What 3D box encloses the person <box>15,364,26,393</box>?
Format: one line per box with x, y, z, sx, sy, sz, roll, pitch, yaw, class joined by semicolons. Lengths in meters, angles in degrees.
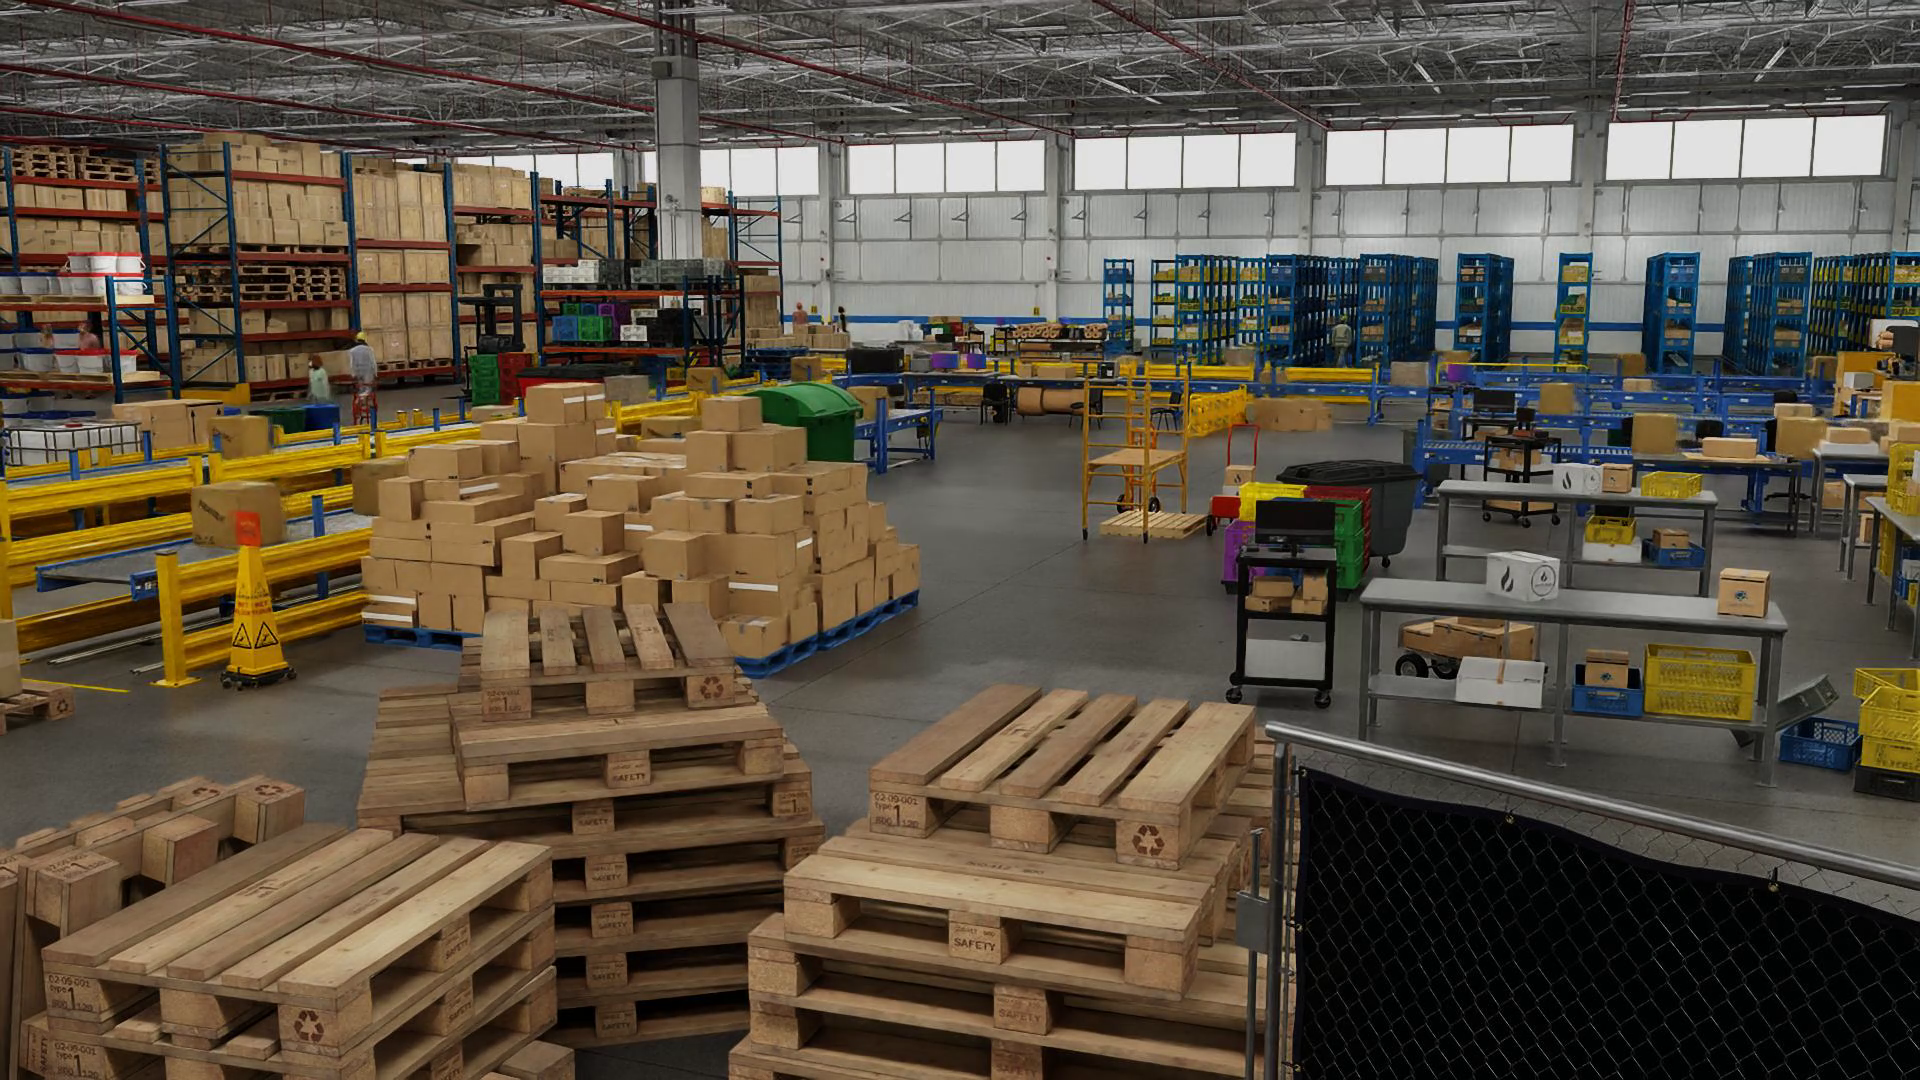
-22.496;-4.132;39.951;0.371;1.622;0.524;-3;9;-16;person

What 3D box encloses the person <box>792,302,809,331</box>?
-6.362;-8.447;66.010;0.655;1.950;0.964;-2;9;-15;person

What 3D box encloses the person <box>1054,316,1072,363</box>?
2.756;-4.964;44.183;0.615;1.943;0.409;-7;11;-36;person

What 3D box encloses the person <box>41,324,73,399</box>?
-22.100;-4.317;40.452;0.622;1.843;1.075;5;10;28;person

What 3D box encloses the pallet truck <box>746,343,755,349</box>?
-6.183;-4.618;44.264;1.601;1.201;0.680;-9;12;-43;pallet truck

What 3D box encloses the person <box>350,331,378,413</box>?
-13.036;-3.645;36.316;0.601;1.811;0.618;3;10;18;person

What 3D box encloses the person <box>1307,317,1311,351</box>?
12.376;-7.348;59.464;0.390;1.846;0.565;2;9;10;person

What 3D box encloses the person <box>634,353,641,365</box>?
-10.180;-6.316;52.711;0.365;1.936;0.552;0;9;2;person

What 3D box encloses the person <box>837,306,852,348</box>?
-4.777;-8.453;66.586;1.013;1.785;0.632;0;9;-3;person

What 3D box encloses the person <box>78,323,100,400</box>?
-21.289;-4.324;40.358;0.670;1.878;0.879;0;9;-1;person

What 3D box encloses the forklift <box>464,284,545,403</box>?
-10.832;-4.702;39.610;1.129;2.768;1.873;3;10;20;forklift

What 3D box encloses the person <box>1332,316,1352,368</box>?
11.912;-6.082;51.783;0.587;1.766;0.943;6;11;34;person

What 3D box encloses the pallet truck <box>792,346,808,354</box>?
-3.705;-4.298;42.022;0.653;1.274;1.630;3;10;20;pallet truck

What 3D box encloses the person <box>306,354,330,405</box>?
-11.624;-2.564;30.150;0.506;1.623;0.355;8;12;40;person
